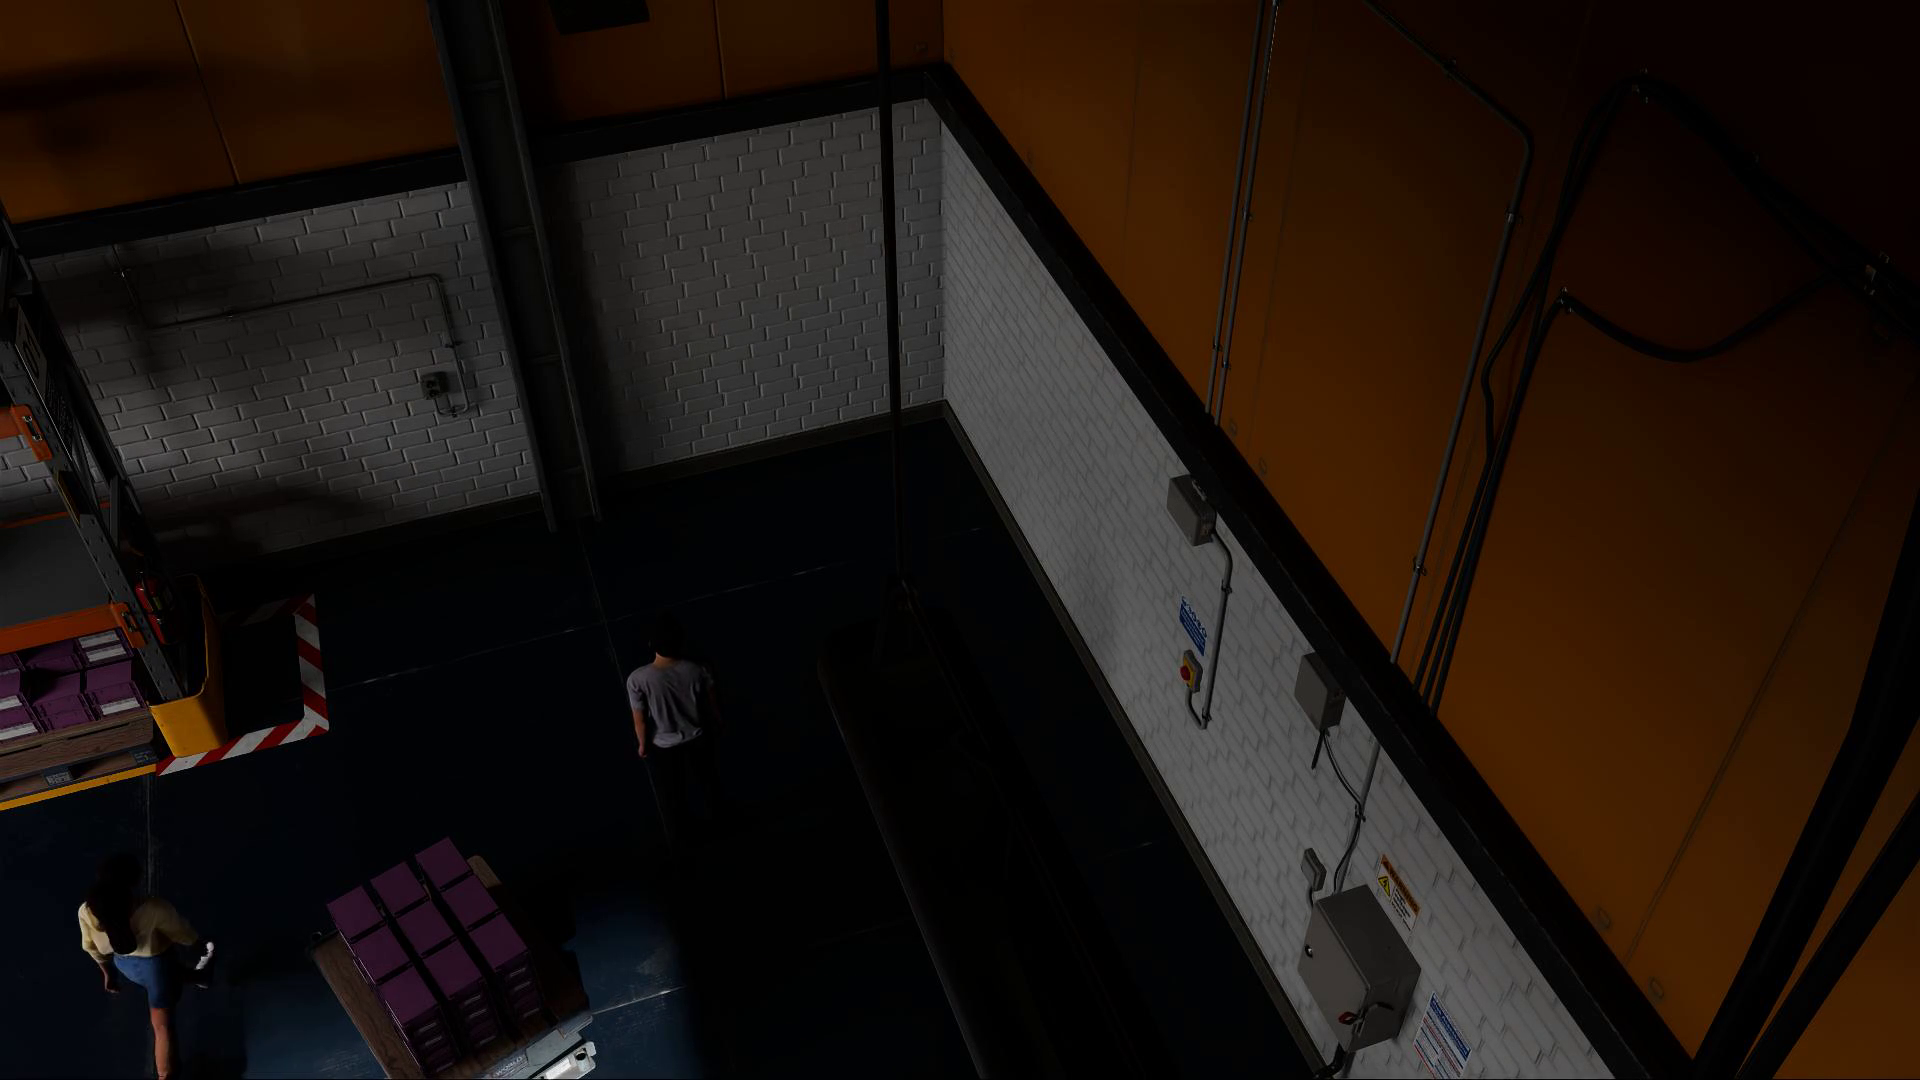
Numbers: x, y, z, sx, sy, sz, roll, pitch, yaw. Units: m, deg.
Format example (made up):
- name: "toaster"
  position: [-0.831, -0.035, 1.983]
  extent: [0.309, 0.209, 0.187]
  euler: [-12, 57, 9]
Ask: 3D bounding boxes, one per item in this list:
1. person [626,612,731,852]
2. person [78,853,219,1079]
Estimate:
- name: "person"
  position: [-1.613, 1.127, 9.615]
  extent: [0.455, 1.863, 0.730]
  euler: [-15, 46, -15]
- name: "person"
  position: [-4.201, 2.292, 8.605]
  extent: [1.150, 1.569, 0.969]
  euler: [-2, 44, -2]
